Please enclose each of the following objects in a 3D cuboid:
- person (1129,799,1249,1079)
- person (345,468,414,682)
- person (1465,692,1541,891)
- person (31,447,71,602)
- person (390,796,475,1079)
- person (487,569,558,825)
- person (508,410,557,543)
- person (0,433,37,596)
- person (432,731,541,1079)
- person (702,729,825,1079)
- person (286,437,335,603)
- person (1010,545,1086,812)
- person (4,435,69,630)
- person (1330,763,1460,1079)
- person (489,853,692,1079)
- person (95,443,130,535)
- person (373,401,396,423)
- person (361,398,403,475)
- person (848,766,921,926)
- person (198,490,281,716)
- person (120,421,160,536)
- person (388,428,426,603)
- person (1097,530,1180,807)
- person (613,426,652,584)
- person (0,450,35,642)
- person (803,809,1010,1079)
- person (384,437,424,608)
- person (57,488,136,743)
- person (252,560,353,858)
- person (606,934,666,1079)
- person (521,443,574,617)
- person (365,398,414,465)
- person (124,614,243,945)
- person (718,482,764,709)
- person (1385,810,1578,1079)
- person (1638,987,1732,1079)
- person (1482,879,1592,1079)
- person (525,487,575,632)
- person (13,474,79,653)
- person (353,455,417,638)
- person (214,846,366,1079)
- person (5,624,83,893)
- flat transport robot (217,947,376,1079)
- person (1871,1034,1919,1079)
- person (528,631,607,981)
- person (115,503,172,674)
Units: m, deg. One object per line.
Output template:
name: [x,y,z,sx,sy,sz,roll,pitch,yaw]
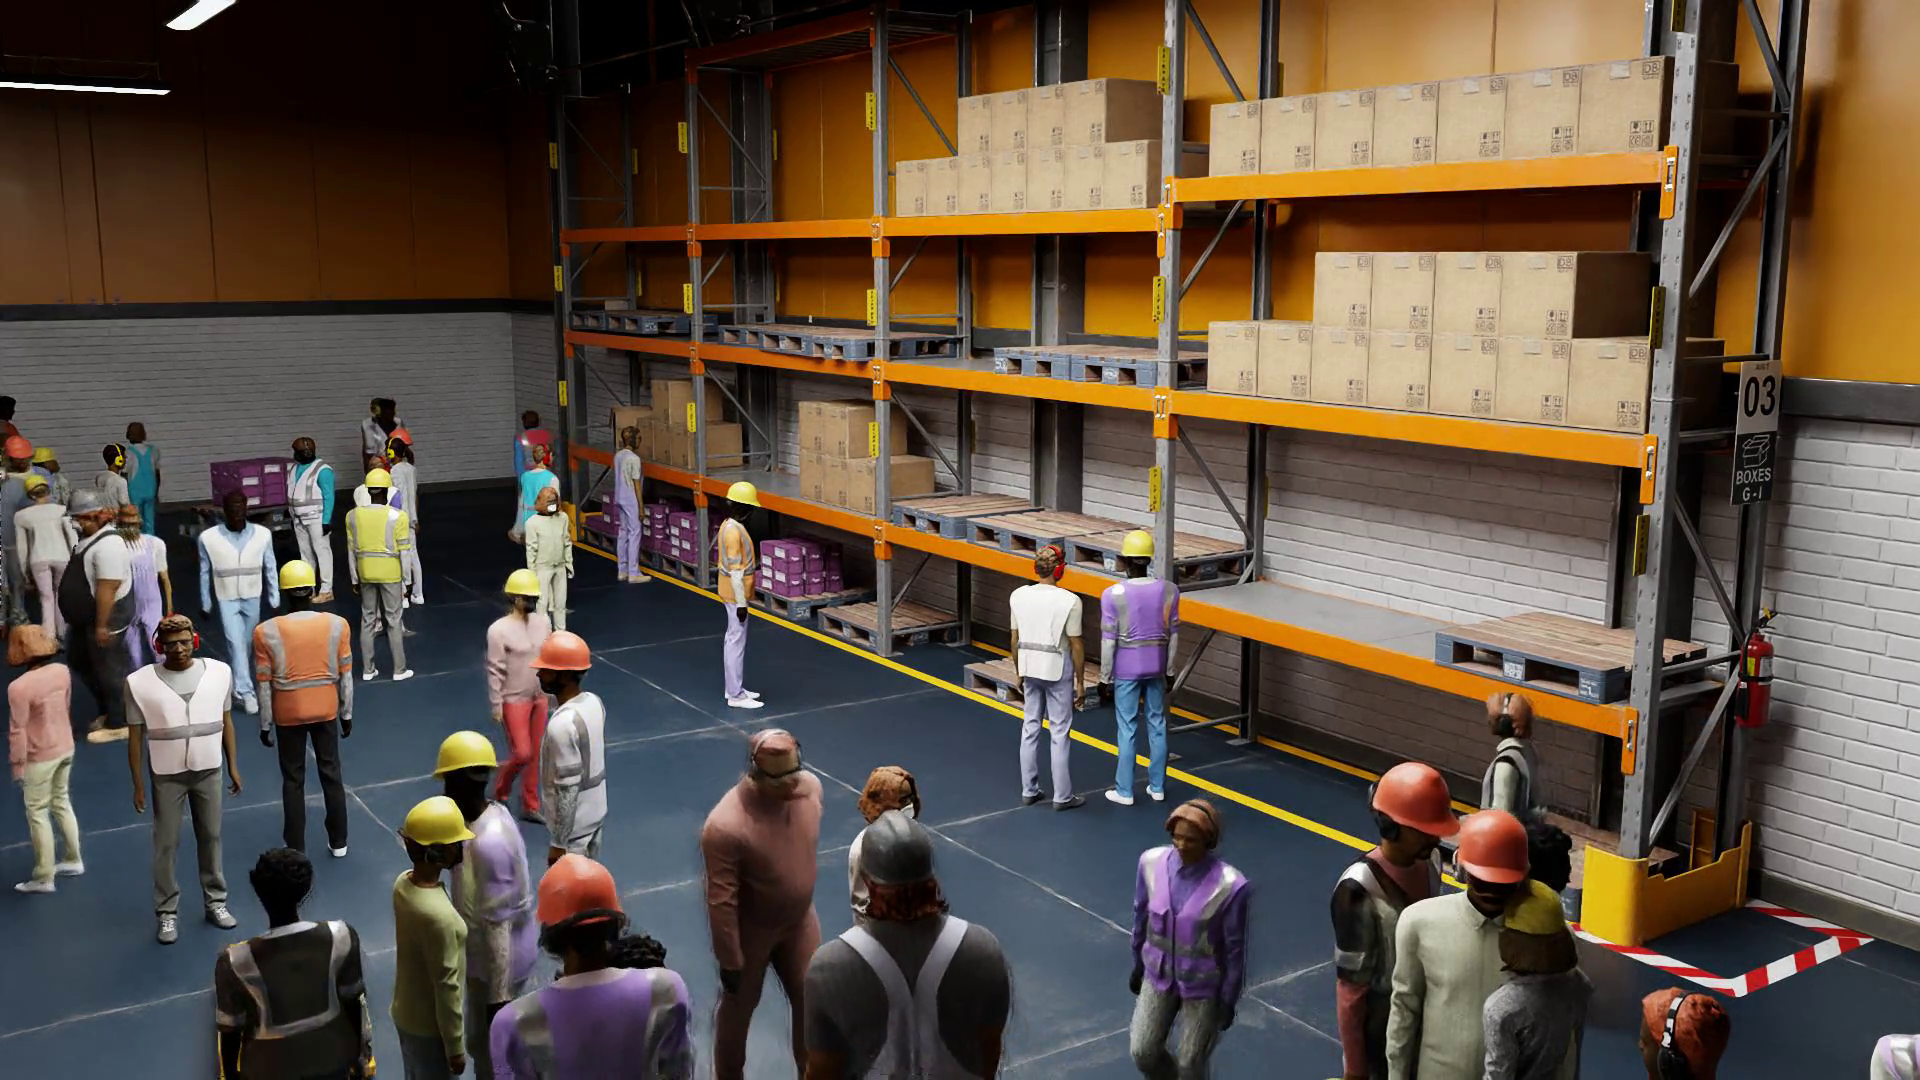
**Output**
person: [0.939,1.831,6.873,0.533,1.620,0.393,7,12,34]
person: [-5.196,0.316,14.942,0.584,1.918,0.408,1,10,5]
person: [2.756,1.564,8.452,0.374,1.623,0.536,5,11,29]
person: [-9.994,-0.163,18.287,0.489,1.735,0.342,2,10,10]
person: [-2.011,1.845,6.418,0.341,1.760,0.525,-6,11,-33]
person: [-2.873,1.054,11.047,0.354,1.753,0.530,6,11,31]
person: [-5.618,-0.810,21.881,0.636,1.791,0.928,-8,12,-38]
person: [-10.718,-0.290,18.716,0.347,1.840,0.502,6,12,33]
person: [-1.869,1.718,6.805,0.566,1.888,0.674,-4,11,-24]
person: [-0.814,1.674,7.182,0.673,1.842,0.814,-9,13,-43]
person: [-7.162,-0.221,18.320,0.619,1.839,0.430,6,11,30]
person: [0.599,0.948,11.424,0.567,1.846,0.389,6,11,32]
person: [-9.388,-0.057,16.784,0.441,2.029,0.626,7,12,37]
person: [1.585,1.778,6.036,0.410,2.028,0.617,9,13,43]
person: [-1.154,1.927,5.178,0.629,2.008,0.911,-4,11,-24]
person: [-8.810,-0.077,17.407,0.511,1.863,0.327,6,11,32]
person: [-7.898,-1.016,23.024,0.403,1.824,0.593,-7,12,-37]
person: [-8.146,-1.105,23.533,0.573,1.830,0.411,-2,10,-10]
person: [-0.304,1.770,7.220,0.285,1.633,0.499,5,11,26]
person: [-6.082,0.495,14.046,0.603,1.880,1.016,-7,12,-37]
person: [-9.910,-0.525,20.120,0.443,1.829,0.522,8,13,40]
person: [-6.144,-0.264,18.301,0.545,1.928,0.390,8,12,38]
person: [1.229,0.890,11.523,0.585,1.928,0.369,-3,10,-18]
person: [-3.855,-0.412,19.432,0.336,1.839,0.513,-8,13,-40]
person: [-9.389,0.070,16.358,0.656,1.918,0.471,-7,12,-34]
person: [-0.187,1.863,5.484,0.680,2.000,0.543,-2,10,-12]
person: [-6.075,-0.191,18.073,0.328,1.862,0.509,4,11,23]
person: [-6.763,0.574,13.048,0.538,2.000,0.710,-8,12,-38]
person: [-4.115,1.079,10.462,0.581,1.919,0.397,-7,12,-35]
person: [-1.035,2.068,5.286,0.317,1.695,0.540,-3,10,-17]
person: [-4.406,-0.105,17.605,0.566,1.847,0.390,7,12,35]
person: [-7.652,-0.953,22.333,0.617,1.939,0.854,-7,12,-35]
person: [-4.340,1.307,9.315,0.572,1.843,0.373,-8,13,-39]
person: [-1.860,0.460,14.075,0.373,1.920,0.585,-2,10,-11]
person: [1.762,1.863,5.657,0.620,1.986,0.410,2,10,13]
person: [1.938,2.113,4.493,0.576,1.880,0.360,-6,11,-31]
person: [1.905,1.986,5.636,0.486,1.744,0.298,-7,12,-34]
person: [-3.929,0.288,15.957,0.296,1.622,0.504,8,12,39]
person: [-8.816,0.217,16.123,0.561,1.708,0.860,-6,11,-32]
person: [-5.750,0.078,16.525,0.563,1.847,0.392,4,10,22]
person: [-2.399,1.954,6.069,0.537,1.667,0.700,-8,12,-39]
person: [-5.516,1.303,9.980,0.332,1.624,0.521,2,10,9]
flat transport robot: [-3.273,2.293,8.143,0.652,0.197,1.431,-4,11,-24]
person: [3.116,2.103,5.251,0.523,1.638,0.310,4,10,20]
person: [-1.972,1.410,8.427,0.344,1.942,0.551,0,10,3]
person: [-6.691,0.602,13.517,0.511,1.827,0.556,-4,10,-22]
